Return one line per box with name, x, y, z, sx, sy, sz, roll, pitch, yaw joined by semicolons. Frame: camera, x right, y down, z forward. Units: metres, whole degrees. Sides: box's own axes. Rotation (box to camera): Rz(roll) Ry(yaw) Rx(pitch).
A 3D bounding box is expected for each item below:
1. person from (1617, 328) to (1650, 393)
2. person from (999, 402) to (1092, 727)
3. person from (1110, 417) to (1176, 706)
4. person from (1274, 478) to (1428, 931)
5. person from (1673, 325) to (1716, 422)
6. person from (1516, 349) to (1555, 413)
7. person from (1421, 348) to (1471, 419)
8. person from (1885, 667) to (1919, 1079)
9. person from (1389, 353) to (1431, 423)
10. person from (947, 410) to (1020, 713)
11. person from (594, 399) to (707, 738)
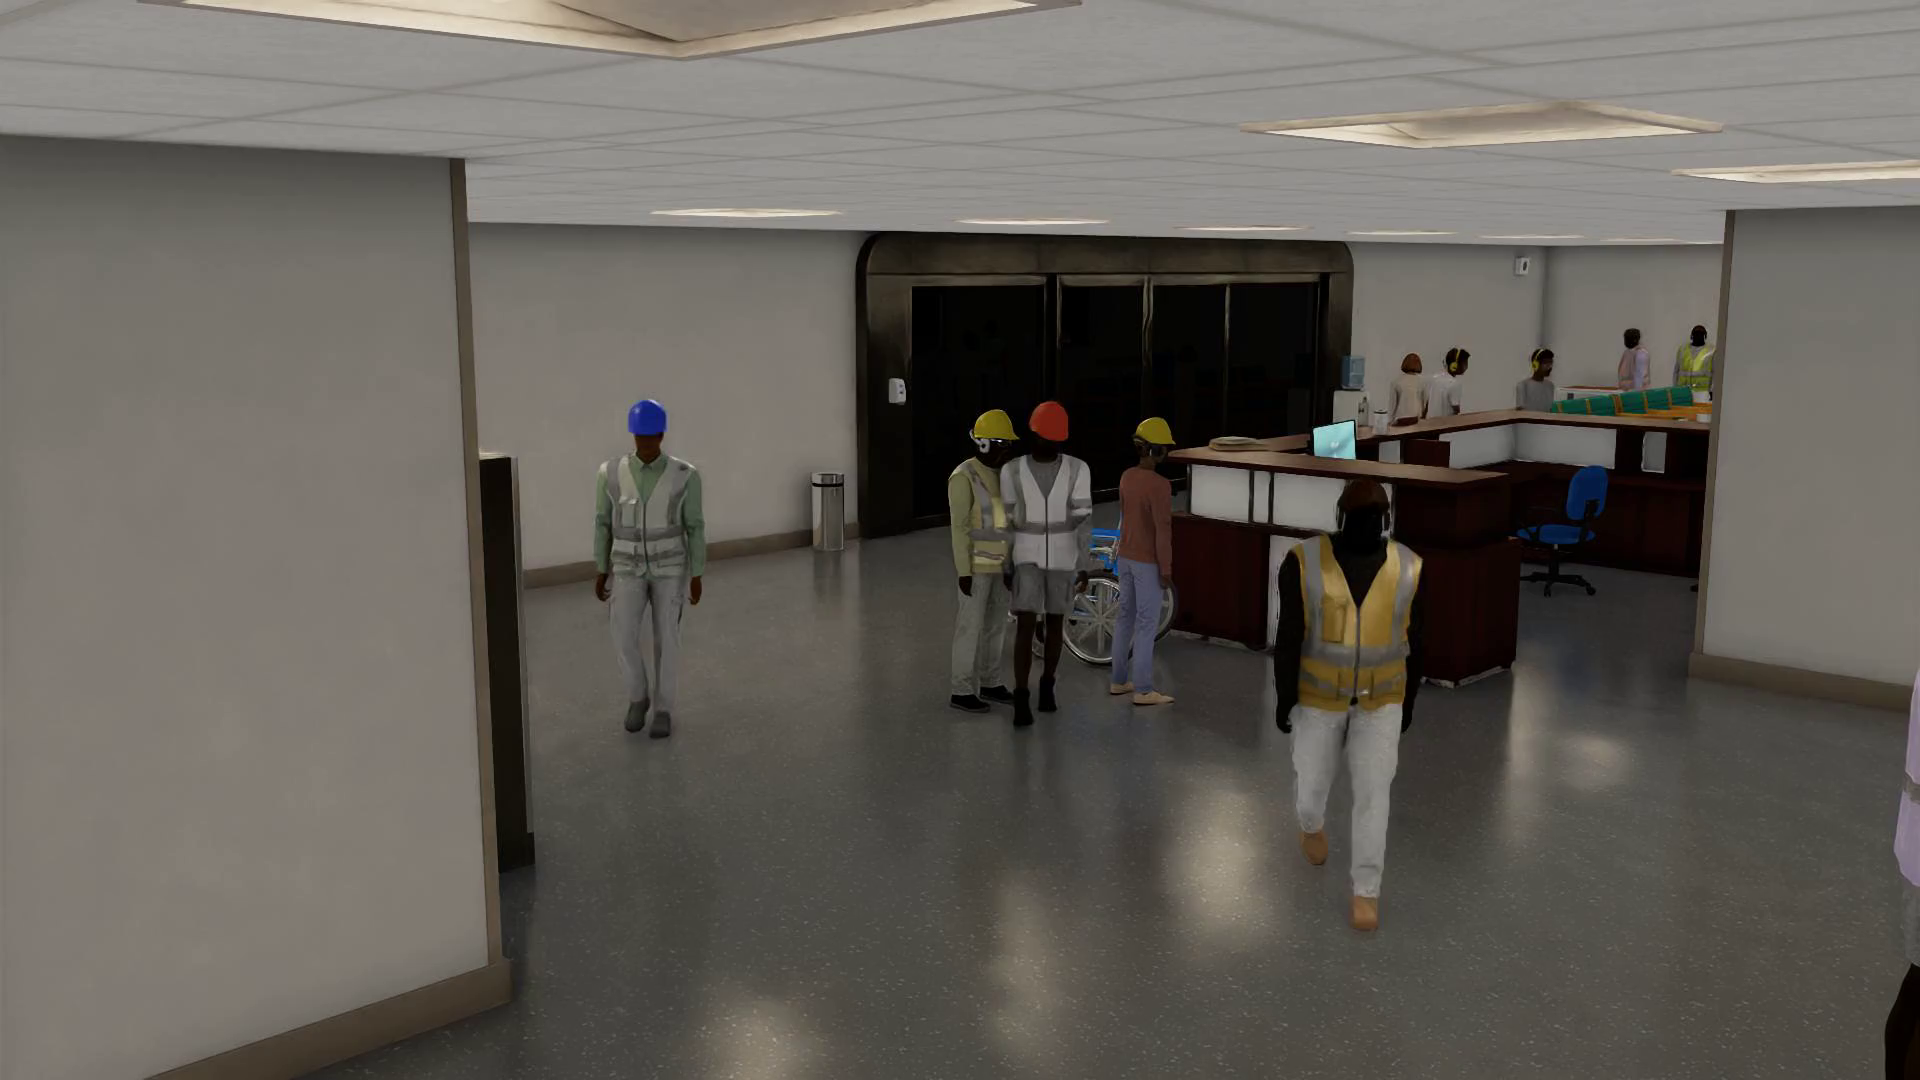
person;9.716;-2.146;23.982;0.467;1.814;0.683;1;9;5
person;0.500;0.148;9.687;0.542;1.888;0.929;0;9;0
person;1.151;0.126;10.215;0.349;1.758;0.522;-4;10;-25
person;1.626;0.626;6.985;0.627;1.820;0.851;1;9;8
person;10.681;-2.198;24.190;0.626;1.847;0.429;7;12;38
person;5.845;-1.026;17.002;0.560;1.846;0.494;-4;10;-23
person;5.065;-1.105;17.526;0.703;1.825;0.533;-2;9;-9
person;2.852;0.932;4.707;0.360;1.939;0.543;3;10;19
person;5.490;-1.461;20.316;0.505;1.631;0.281;4;10;22
person;0.175;0.127;10.011;0.403;1.827;0.591;7;12;38
person;-1.748;0.169;9.391;0.641;1.931;0.447;-1;9;-4
